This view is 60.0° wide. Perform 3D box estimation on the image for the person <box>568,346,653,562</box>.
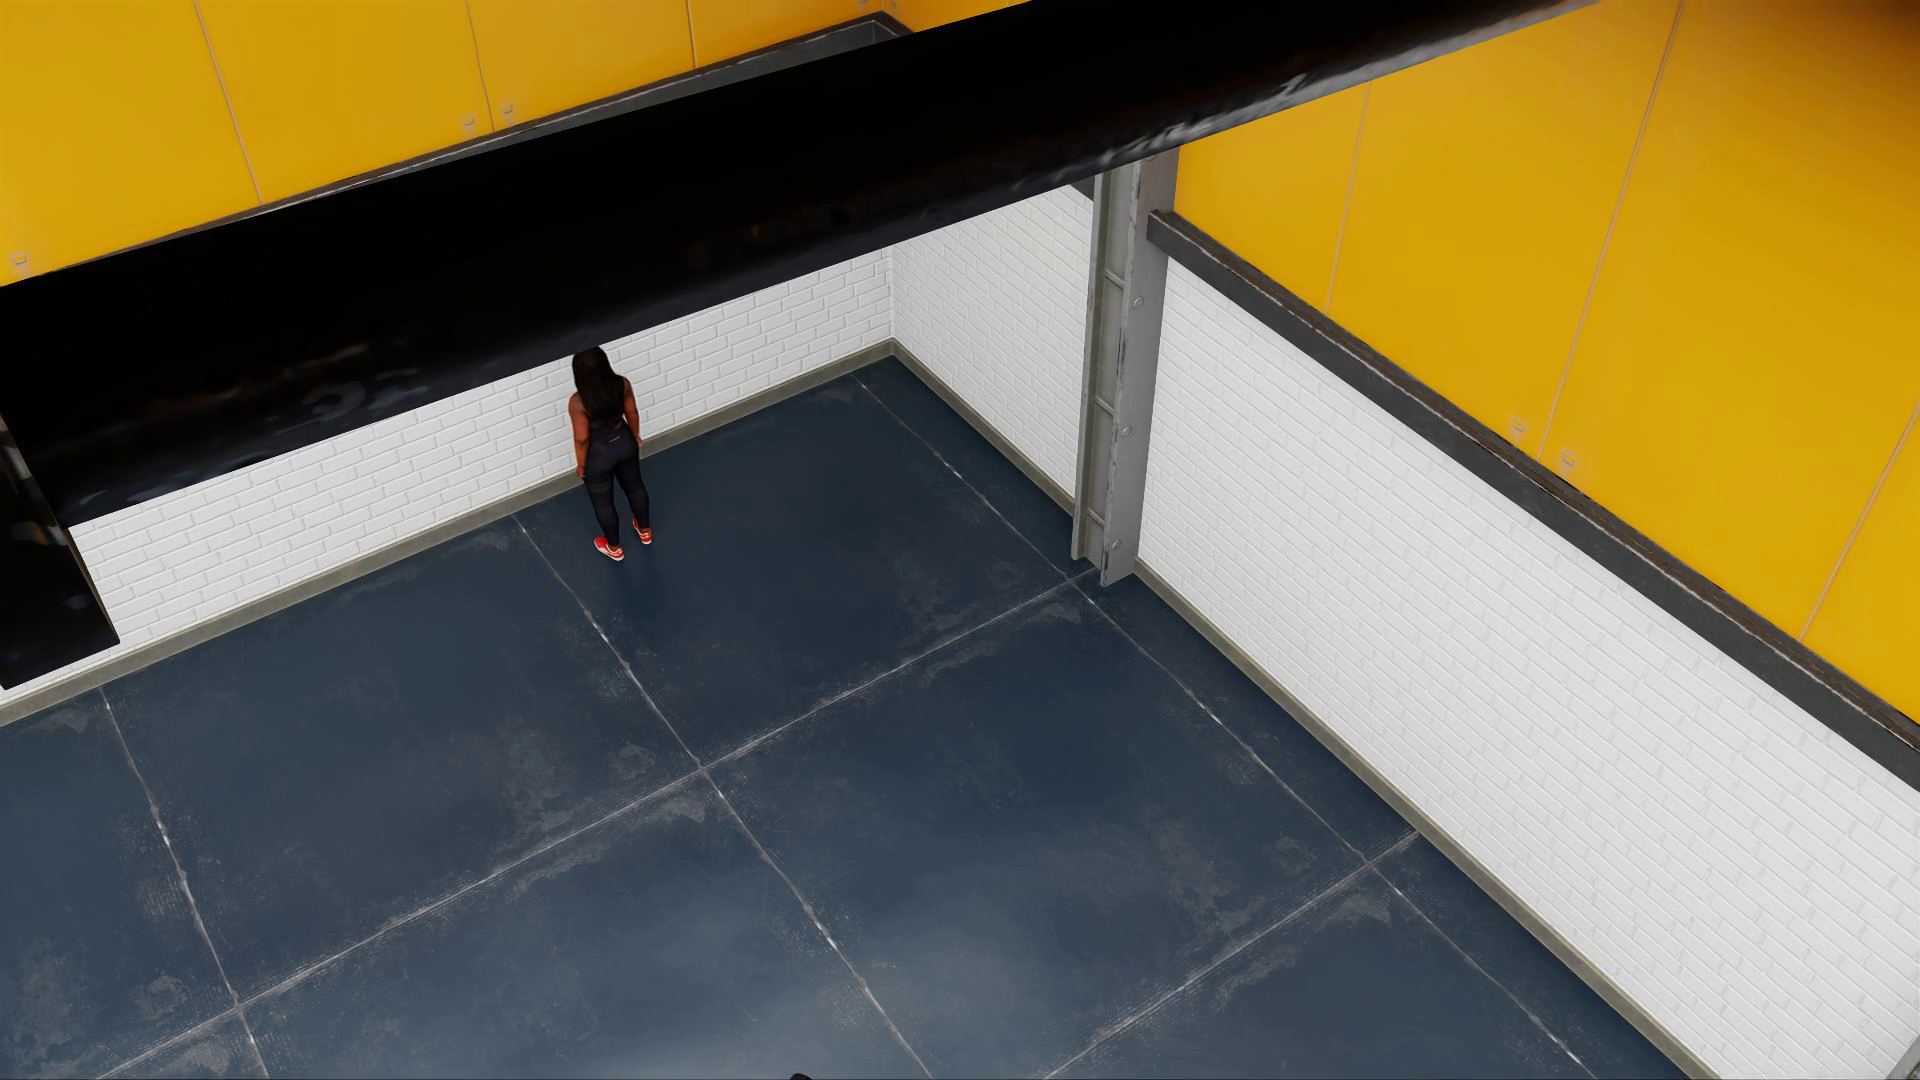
[{"bbox_3d":[-2.466,-0.626,11.635,0.697,1.816,0.628,-31,51,-28],"label":"person"}]
